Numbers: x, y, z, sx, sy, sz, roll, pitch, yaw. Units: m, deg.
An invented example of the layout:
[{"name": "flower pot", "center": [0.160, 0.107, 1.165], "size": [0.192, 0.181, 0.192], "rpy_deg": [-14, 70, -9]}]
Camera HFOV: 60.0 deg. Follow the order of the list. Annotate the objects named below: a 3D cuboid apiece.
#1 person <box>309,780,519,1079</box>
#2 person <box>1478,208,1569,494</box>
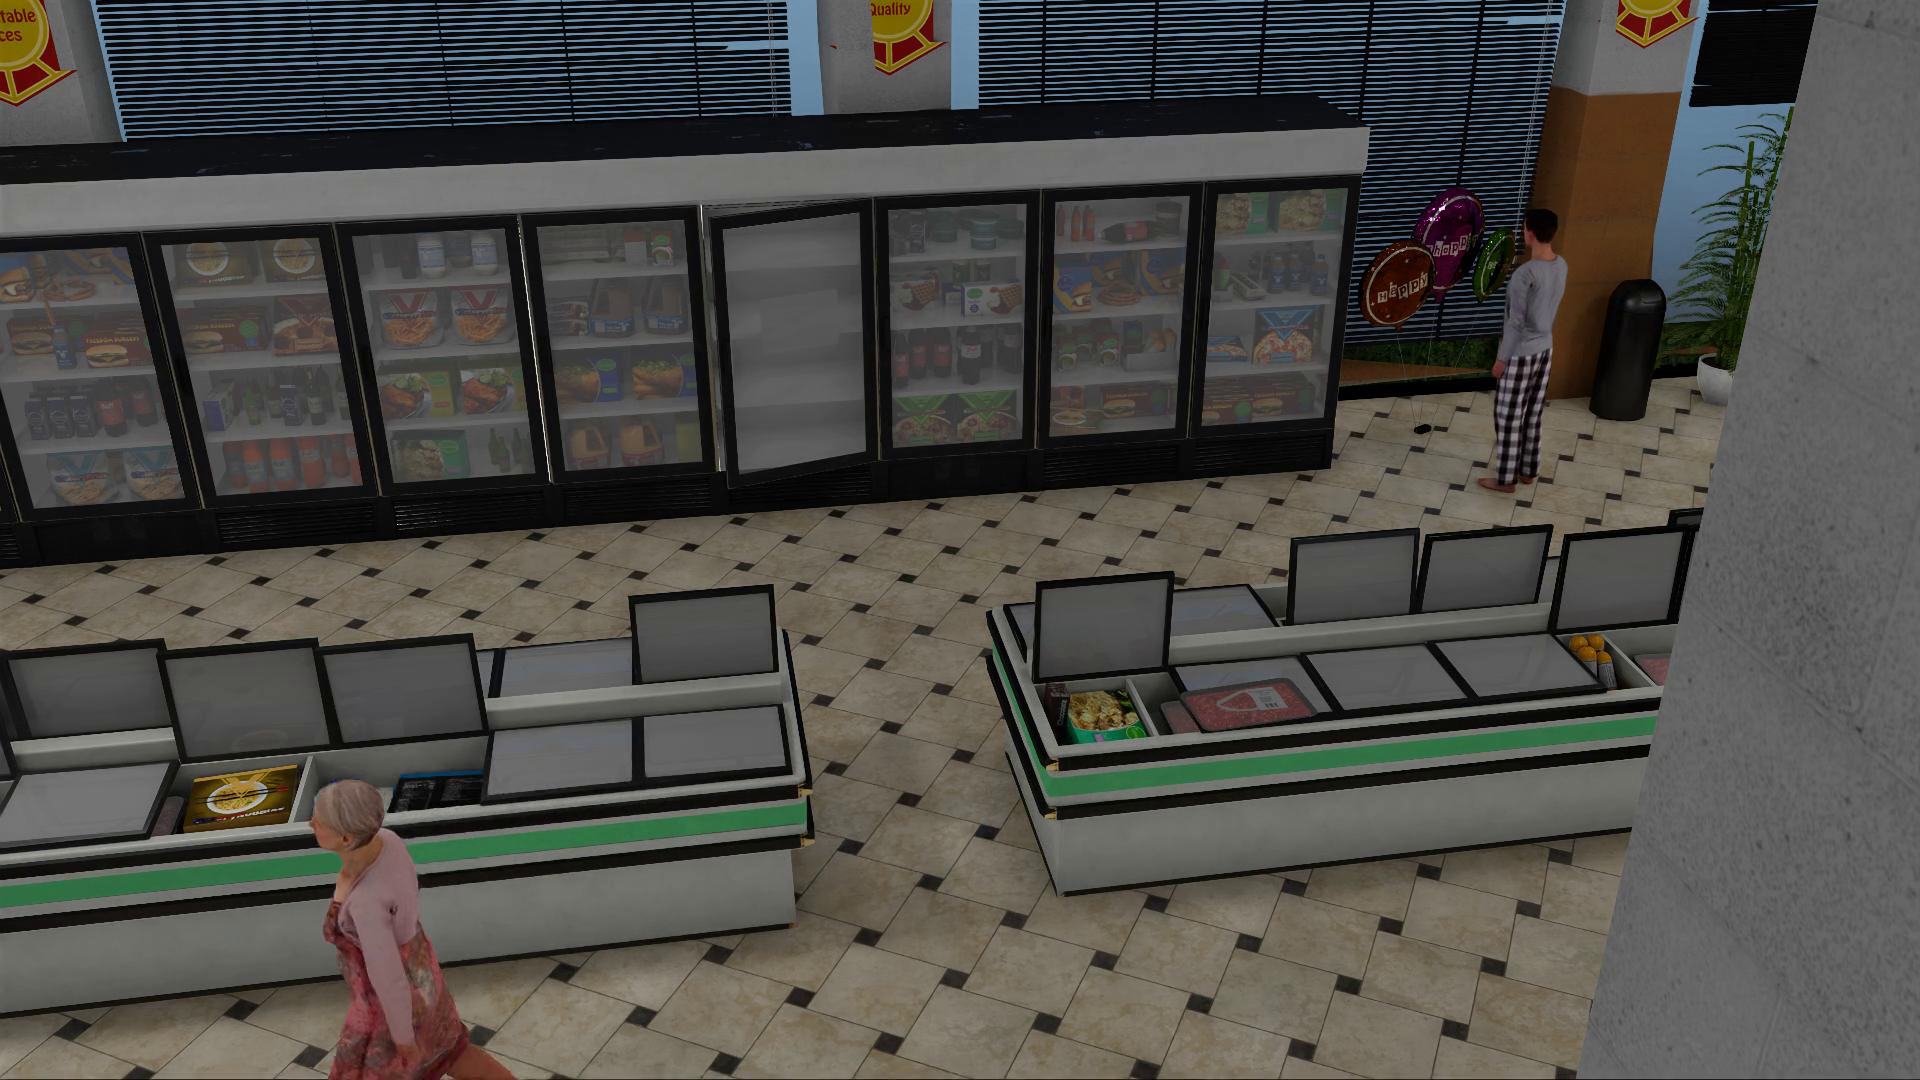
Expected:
[{"name": "person", "center": [-1.784, 1.481, 5.499], "size": [1.027, 1.665, 0.598], "rpy_deg": [-3, 27, -6]}, {"name": "person", "center": [3.604, -1.195, 10.574], "size": [0.641, 1.847, 0.772], "rpy_deg": [-19, 32, -32]}]
